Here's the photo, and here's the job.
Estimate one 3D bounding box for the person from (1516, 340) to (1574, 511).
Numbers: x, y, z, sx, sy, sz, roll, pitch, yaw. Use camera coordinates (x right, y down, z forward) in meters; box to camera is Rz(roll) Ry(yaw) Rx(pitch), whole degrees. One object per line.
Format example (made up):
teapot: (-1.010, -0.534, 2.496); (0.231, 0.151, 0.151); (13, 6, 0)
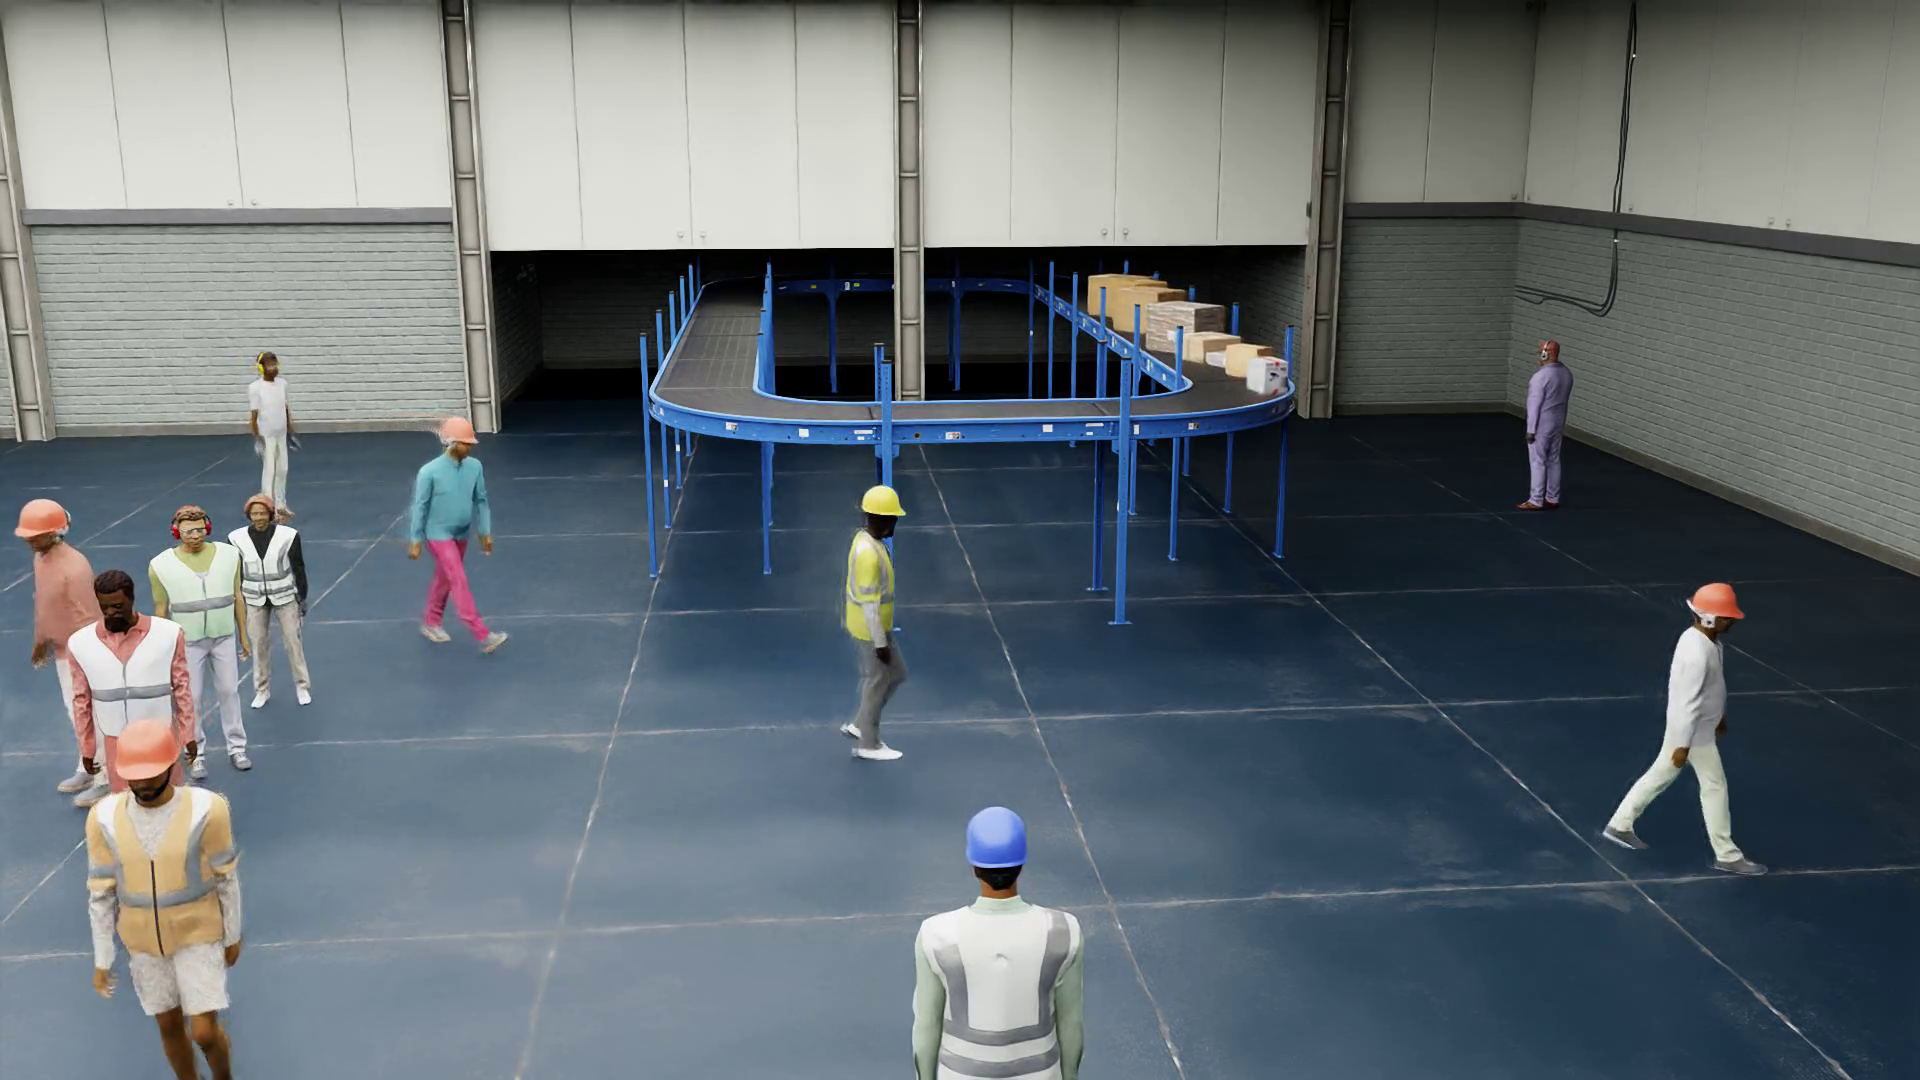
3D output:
person: (6.527, -1.283, 18.581); (0.639, 1.900, 0.401); (-10, 17, -35)

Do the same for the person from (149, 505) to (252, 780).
person: (-4.983, 0.658, 10.949); (0.560, 1.837, 0.389); (-12, 18, -39)

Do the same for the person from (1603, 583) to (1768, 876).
person: (4.227, 1.056, 9.608); (0.885, 1.712, 0.568); (5, 15, 19)

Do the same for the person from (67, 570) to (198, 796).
person: (-4.519, 1.075, 9.135); (0.597, 1.908, 0.407); (-5, 15, -18)

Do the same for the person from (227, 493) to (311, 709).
person: (-5.060, 0.449, 12.210); (0.525, 1.626, 0.326); (-3, 14, -11)

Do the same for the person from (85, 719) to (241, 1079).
person: (-3.260, 1.640, 6.851); (0.553, 1.919, 0.482); (-2, 14, -9)

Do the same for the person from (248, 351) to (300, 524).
person: (-7.425, -1.119, 18.005); (0.356, 1.874, 0.528); (6, 15, 23)

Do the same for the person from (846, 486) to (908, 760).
person: (-0.547, 0.569, 11.143); (0.417, 1.904, 0.610); (0, 14, 1)

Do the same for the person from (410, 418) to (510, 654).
person: (-4.088, -0.041, 13.534); (1.092, 1.919, 0.631); (8, 16, 30)

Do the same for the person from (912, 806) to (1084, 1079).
person: (0.135, 1.874, 5.878); (0.604, 1.938, 0.426); (-1, 14, -4)

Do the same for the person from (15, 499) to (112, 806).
person: (-5.653, 0.688, 10.519); (0.732, 1.982, 0.434); (13, 19, 41)
